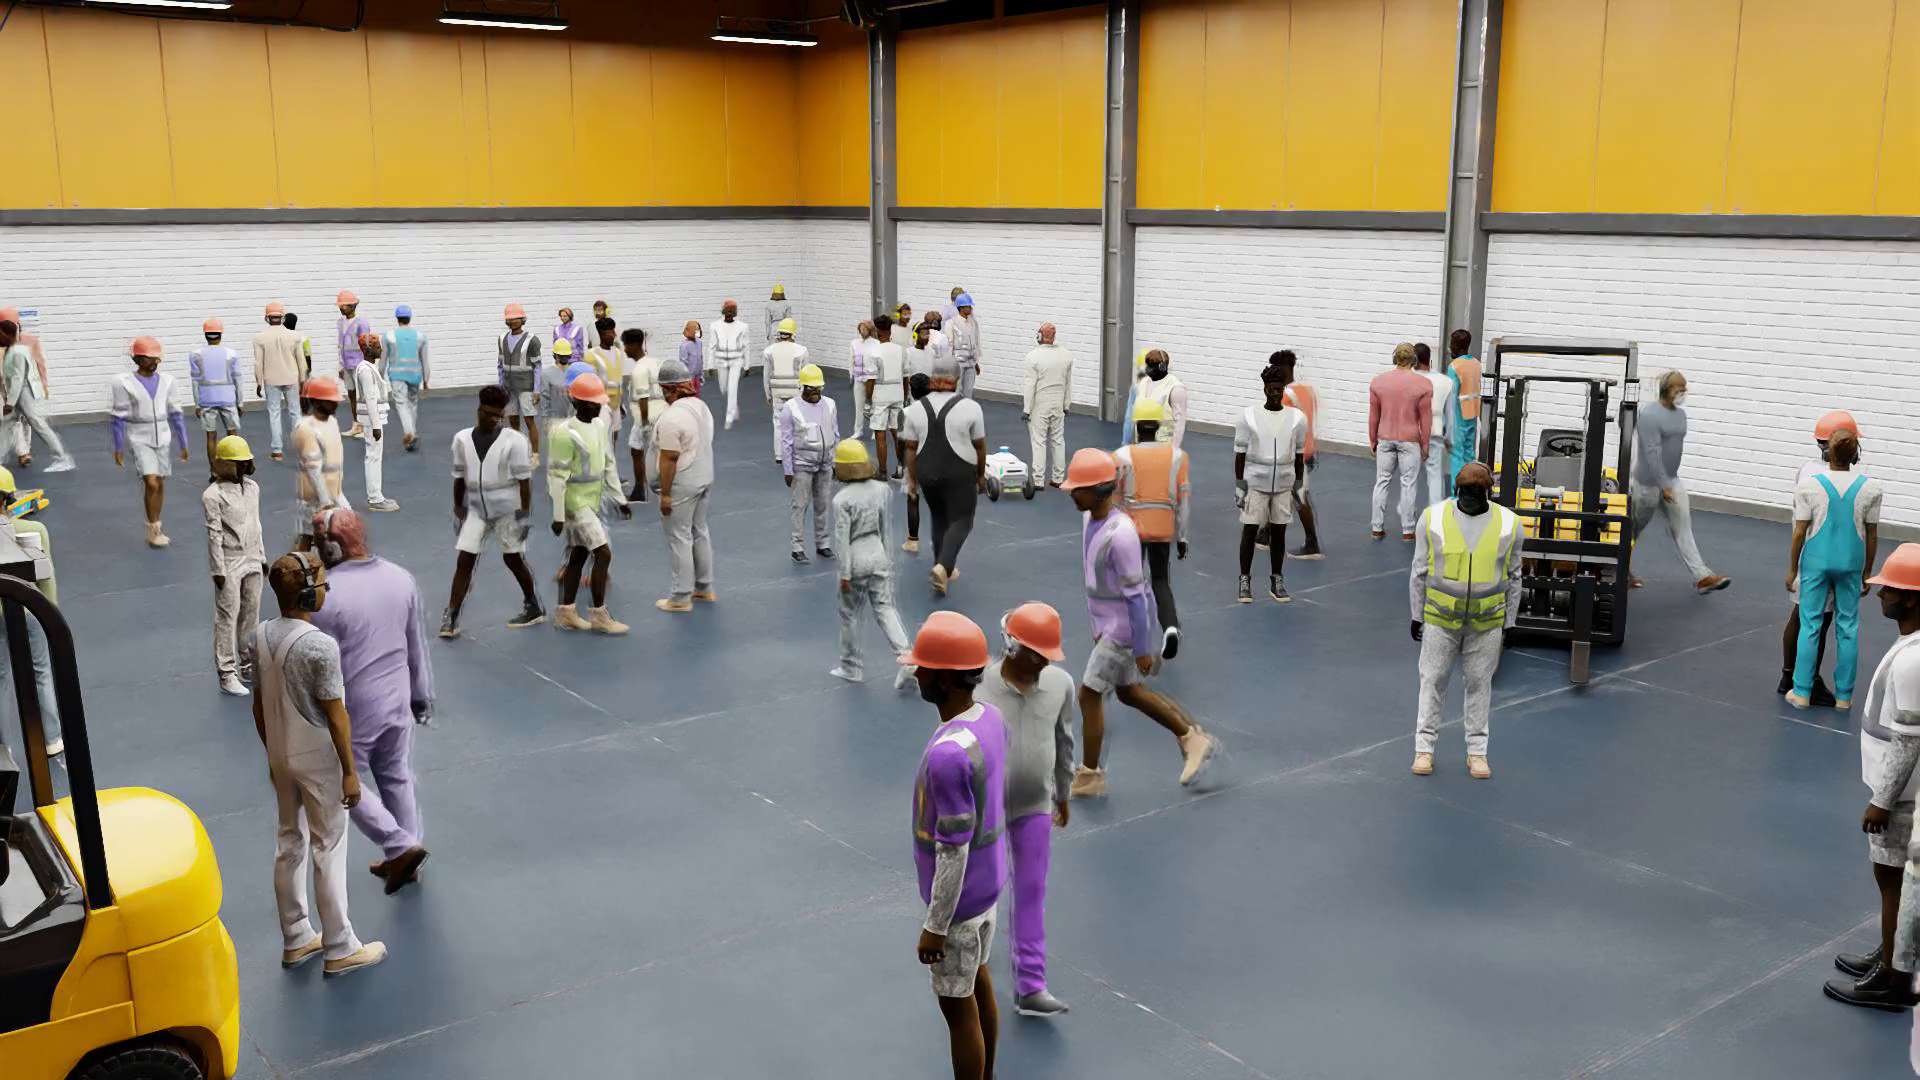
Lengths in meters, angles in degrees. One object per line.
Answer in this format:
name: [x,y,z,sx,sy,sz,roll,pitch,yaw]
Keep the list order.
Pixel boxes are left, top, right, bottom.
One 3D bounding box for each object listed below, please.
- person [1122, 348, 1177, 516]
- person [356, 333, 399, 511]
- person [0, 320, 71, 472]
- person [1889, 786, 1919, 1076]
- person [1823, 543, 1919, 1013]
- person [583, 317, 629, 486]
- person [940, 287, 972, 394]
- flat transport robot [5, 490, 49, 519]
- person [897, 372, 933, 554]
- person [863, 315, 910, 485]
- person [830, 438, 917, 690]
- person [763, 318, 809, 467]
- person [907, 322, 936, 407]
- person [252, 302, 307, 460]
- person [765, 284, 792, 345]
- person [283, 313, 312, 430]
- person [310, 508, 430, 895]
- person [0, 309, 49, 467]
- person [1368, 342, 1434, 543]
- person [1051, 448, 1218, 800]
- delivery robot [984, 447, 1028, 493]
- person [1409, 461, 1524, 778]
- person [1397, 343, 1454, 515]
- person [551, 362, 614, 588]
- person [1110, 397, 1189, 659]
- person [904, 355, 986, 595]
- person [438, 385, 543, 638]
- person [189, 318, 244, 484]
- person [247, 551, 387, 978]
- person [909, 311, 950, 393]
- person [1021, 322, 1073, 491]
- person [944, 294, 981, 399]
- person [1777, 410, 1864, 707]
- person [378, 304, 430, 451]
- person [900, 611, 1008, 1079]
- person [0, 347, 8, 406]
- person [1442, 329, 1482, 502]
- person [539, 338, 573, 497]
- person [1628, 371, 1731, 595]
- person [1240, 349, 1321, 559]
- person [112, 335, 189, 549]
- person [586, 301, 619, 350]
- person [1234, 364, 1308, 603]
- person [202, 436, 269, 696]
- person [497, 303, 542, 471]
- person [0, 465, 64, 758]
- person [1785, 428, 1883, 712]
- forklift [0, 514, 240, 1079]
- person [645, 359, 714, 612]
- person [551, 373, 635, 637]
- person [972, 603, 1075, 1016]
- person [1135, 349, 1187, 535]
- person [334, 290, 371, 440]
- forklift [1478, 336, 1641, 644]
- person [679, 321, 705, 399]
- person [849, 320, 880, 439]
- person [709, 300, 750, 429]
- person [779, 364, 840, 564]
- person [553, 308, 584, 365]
person: [1.920,-1.032,16.840,0.843,1.799,0.588,10,15,39]
person: [-6.205,-1.245,17.633,0.355,1.882,0.576,-4,13,-21]
person: [-11.252,-1.688,19.846,1.061,1.860,0.590,-11,16,-42]
person: [3.302,1.299,5.306,0.588,1.900,0.734,-3,12,-12]
person: [3.824,0.968,6.808,0.362,1.939,0.543,9,15,38]
person: [-4.025,-1.563,18.961,0.367,1.964,0.609,6,13,25]
person: [-0.038,-2.951,25.759,0.595,1.932,0.690,11,16,44]
flat transport robot: [-9.966,-0.323,17.089,0.652,0.197,1.431,-2,12,-10]
person: [-0.352,-0.714,15.536,0.535,1.693,0.320,-6,13,-25]
person: [-0.856,-1.619,19.236,0.613,1.962,0.362,-9,15,-36]
person: [-0.609,0.170,11.222,0.501,1.713,0.800,-10,15,-39]
person: [-2.117,-1.811,20.487,0.592,1.833,0.404,2,12,9]
person: [-0.483,-1.648,19.646,0.525,1.859,0.316,-8,14,-35]
person: [-8.601,-2.009,21.050,0.623,1.992,0.396,-8,14,-33]
person: [-3.254,-3.723,29.939,0.484,1.744,0.295,0,12,-1]
person: [-9.488,-2.387,23.655,0.535,1.676,0.447,-5,13,-21]
person: [-2.768,0.777,7.852,0.513,1.885,0.715,5,13,23]
person: [-11.647,-1.887,20.602,0.617,1.937,1.004,-10,15,-40]
person: [4.244,-0.942,16.072,0.625,1.931,0.379,7,14,31]
person: [0.971,0.466,9.134,0.950,1.993,0.625,-1,12,-7]
delivery robot: [0.494,-0.790,18.413,0.477,0.478,0.707,-3,13,-16]
person: [2.889,0.455,9.537,0.619,1.838,0.430,2,12,12]
person: [4.685,-1.049,16.782,0.624,1.858,1.068,0,12,-1]
person: [-3.199,-0.554,14.184,0.486,1.930,0.621,-11,16,-42]
person: [1.342,-0.055,11.843,0.590,1.906,0.582,-2,12,-9]
person: [-0.124,-0.572,13.996,0.685,2.000,0.848,5,13,24]
person: [-3.586,-0.221,12.630,0.671,1.905,0.762,2,12,10]
person: [-8.605,-1.608,19.295,0.545,1.926,0.399,-5,13,-25]
person: [-2.765,0.955,7.096,0.512,1.845,0.340,6,13,26]
person: [-0.354,-2.058,21.674,0.619,1.839,0.430,8,14,35]
person: [0.965,-1.515,18.876,0.652,1.906,0.409,-8,14,-33]
person: [0.038,-2.514,23.596,0.612,1.950,0.377,-10,15,-41]
person: [5.662,0.117,10.908,0.352,1.942,0.546,-1,12,-3]
person: [-7.284,-2.133,21.886,0.653,1.909,0.928,-8,14,-33]
person: [-0.027,1.191,5.730,0.360,1.939,0.543,3,12,14]
person: [-11.864,-1.772,20.117,0.674,1.903,0.580,10,16,41]
person: [5.391,-1.303,17.865,0.390,1.909,0.585,10,15,40]
person: [-4.384,-1.355,18.454,0.533,1.765,0.330,-7,14,-31]
person: [5.914,-0.461,13.850,0.632,1.871,1.032,-8,14,-32]
person: [2.983,-0.808,15.426,0.944,1.907,0.703,7,14,32]
person: [-7.615,-0.920,15.731,0.728,2.014,0.638,8,14,35]
person: [-5.158,-2.505,23.860,0.545,1.820,0.942,1,12,7]
person: [2.539,-0.460,13.635,0.607,1.966,0.373,-1,12,-3]
person: [-4.833,0.160,11.183,0.324,1.742,0.492,3,12,16]
person: [-5.352,-1.845,20.137,0.615,2.042,0.378,5,13,23]
person: [-5.603,0.437,9.794,0.526,1.768,0.331,-4,13,-21]
person: [5.630,0.198,10.756,0.507,1.846,0.347,4,12,18]
forklift: [-3.687,1.115,5.480,2.313,2.155,1.214,-9,15,-36]
person: [-2.276,-0.458,13.448,0.535,2.000,0.695,4,12,19]
person: [-2.757,-0.265,12.592,0.776,2.003,0.596,2,12,10]
person: [0.210,1.081,6.885,0.615,1.680,0.898,-3,12,-15]
person: [1.925,-0.951,16.315,0.429,1.841,0.633,-8,14,-34]
person: [-8.328,-2.398,22.815,0.615,2.041,0.381,8,14,34]
forklift: [4.683,-0.471,13.136,1.214,2.155,2.313,4,12,20]
person: [-3.713,-2.221,22.996,0.327,1.620,0.510,4,13,21]
person: [-1.286,-2.199,22.855,0.517,1.647,0.323,5,13,22]
person: [-3.324,-2.558,24.084,0.575,1.847,0.872,1,12,4]
person: [-1.341,-0.690,15.112,0.597,1.824,0.404,-9,15,-37]
person: [-5.987,-2.746,25.500,0.508,1.628,0.321,3,12,13]
